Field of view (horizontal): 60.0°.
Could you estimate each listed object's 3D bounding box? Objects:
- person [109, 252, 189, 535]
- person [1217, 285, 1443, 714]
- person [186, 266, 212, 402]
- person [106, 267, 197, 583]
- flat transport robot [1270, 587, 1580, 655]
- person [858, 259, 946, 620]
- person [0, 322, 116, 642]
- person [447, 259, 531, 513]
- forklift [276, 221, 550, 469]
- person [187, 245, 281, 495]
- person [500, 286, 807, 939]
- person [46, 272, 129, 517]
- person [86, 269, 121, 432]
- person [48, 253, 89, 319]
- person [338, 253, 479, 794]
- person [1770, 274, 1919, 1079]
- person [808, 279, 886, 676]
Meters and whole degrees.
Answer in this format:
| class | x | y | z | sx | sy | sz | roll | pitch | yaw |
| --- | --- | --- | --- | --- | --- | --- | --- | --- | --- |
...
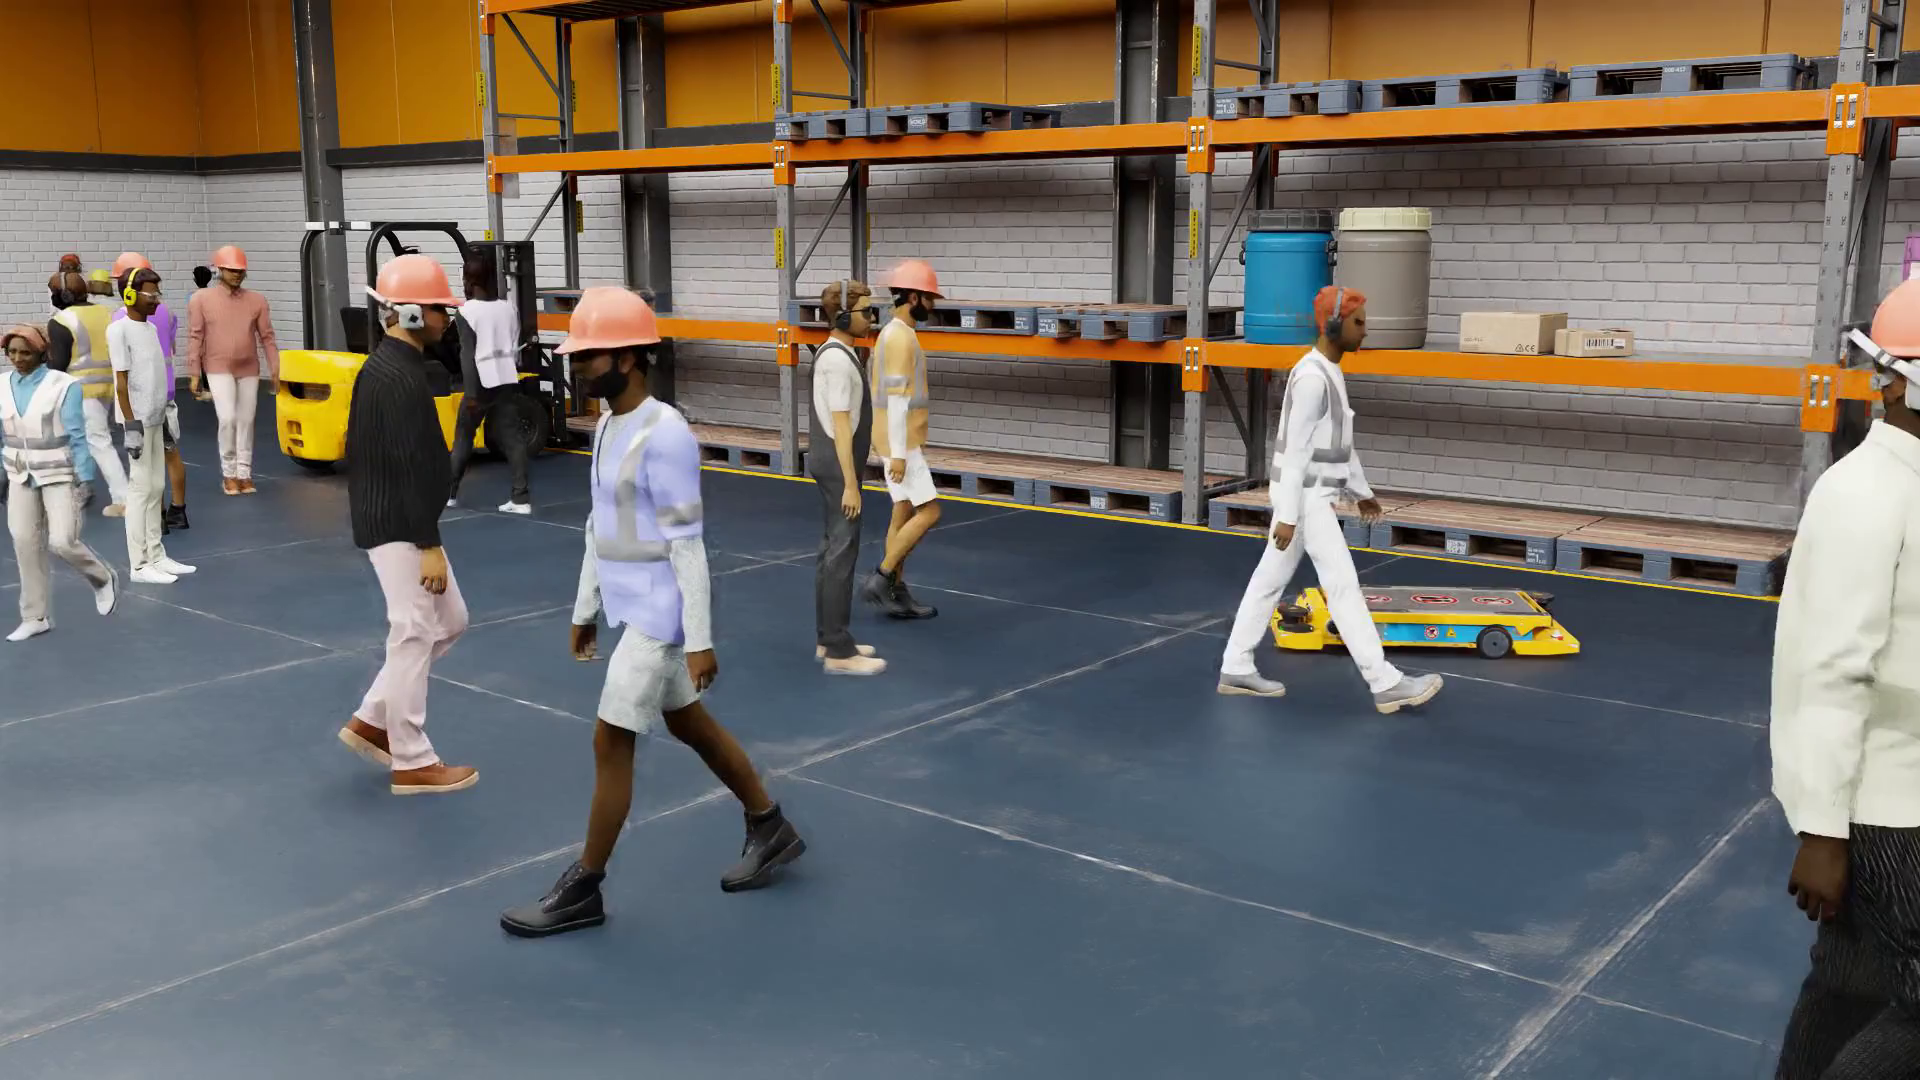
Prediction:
| class | x | y | z | sx | sy | sz | roll | pitch | yaw |
| --- | --- | --- | --- | --- | --- | --- | --- | --- | --- |
| person | -5.602 | -0.997 | 11.435 | 0.369 | 1.939 | 0.542 | 2 | 10 | 11 |
| person | 1.592 | -0.171 | 7.174 | 1.006 | 1.823 | 0.580 | 3 | 11 | 14 |
| person | -9.473 | -2.590 | 20.930 | 0.320 | 1.698 | 0.531 | 6 | 12 | 30 |
| person | -4.820 | -0.677 | 9.879 | 0.329 | 1.864 | 0.508 | -1 | 10 | -4 |
| flat transport robot | 2.301 | 0.391 | 8.367 | 1.431 | 0.197 | 0.652 | 1 | 10 | 6 |
| person | -0.274 | -0.516 | 8.818 | 0.405 | 1.920 | 0.555 | -1 | 10 | -5 |
| person | -4.639 | -0.310 | 8.502 | 0.567 | 1.619 | 0.513 | 1 | 10 | 6 |
| person | -3.610 | -1.143 | 12.419 | 1.012 | 1.867 | 0.594 | 6 | 12 | 30 |
| forklift | -4.922 | -1.741 | 14.854 | 1.214 | 2.155 | 2.313 | 8 | 13 | 38 |
| person | -5.709 | -1.329 | 13.160 | 0.660 | 1.972 | 0.586 | -9 | 14 | -41 |
| person | -0.887 | 0.197 | 4.963 | 0.964 | 1.898 | 0.558 | -5 | 11 | -26 |
| person | -6.479 | -1.055 | 12.176 | 0.956 | 1.787 | 0.634 | 2 | 10 | 12 |
| person | -9.009 | -1.971 | 17.431 | 0.515 | 1.713 | 0.414 | 1 | 10 | 5 |
| person | -9.958 | -2.280 | 18.735 | 0.602 | 1.864 | 0.589 | -1 | 10 | -4 |
| person | -1.982 | -0.038 | 6.035 | 0.430 | 1.979 | 0.620 | -4 | 11 | -19 |
| person | 1.775 | 0.478 | 3.155 | 0.458 | 1.972 | 0.641 | 8 | 13 | 37 |
| person | -0.544 | -0.292 | 7.791 | 0.328 | 1.844 | 0.512 | -2 | 10 | -10 |
